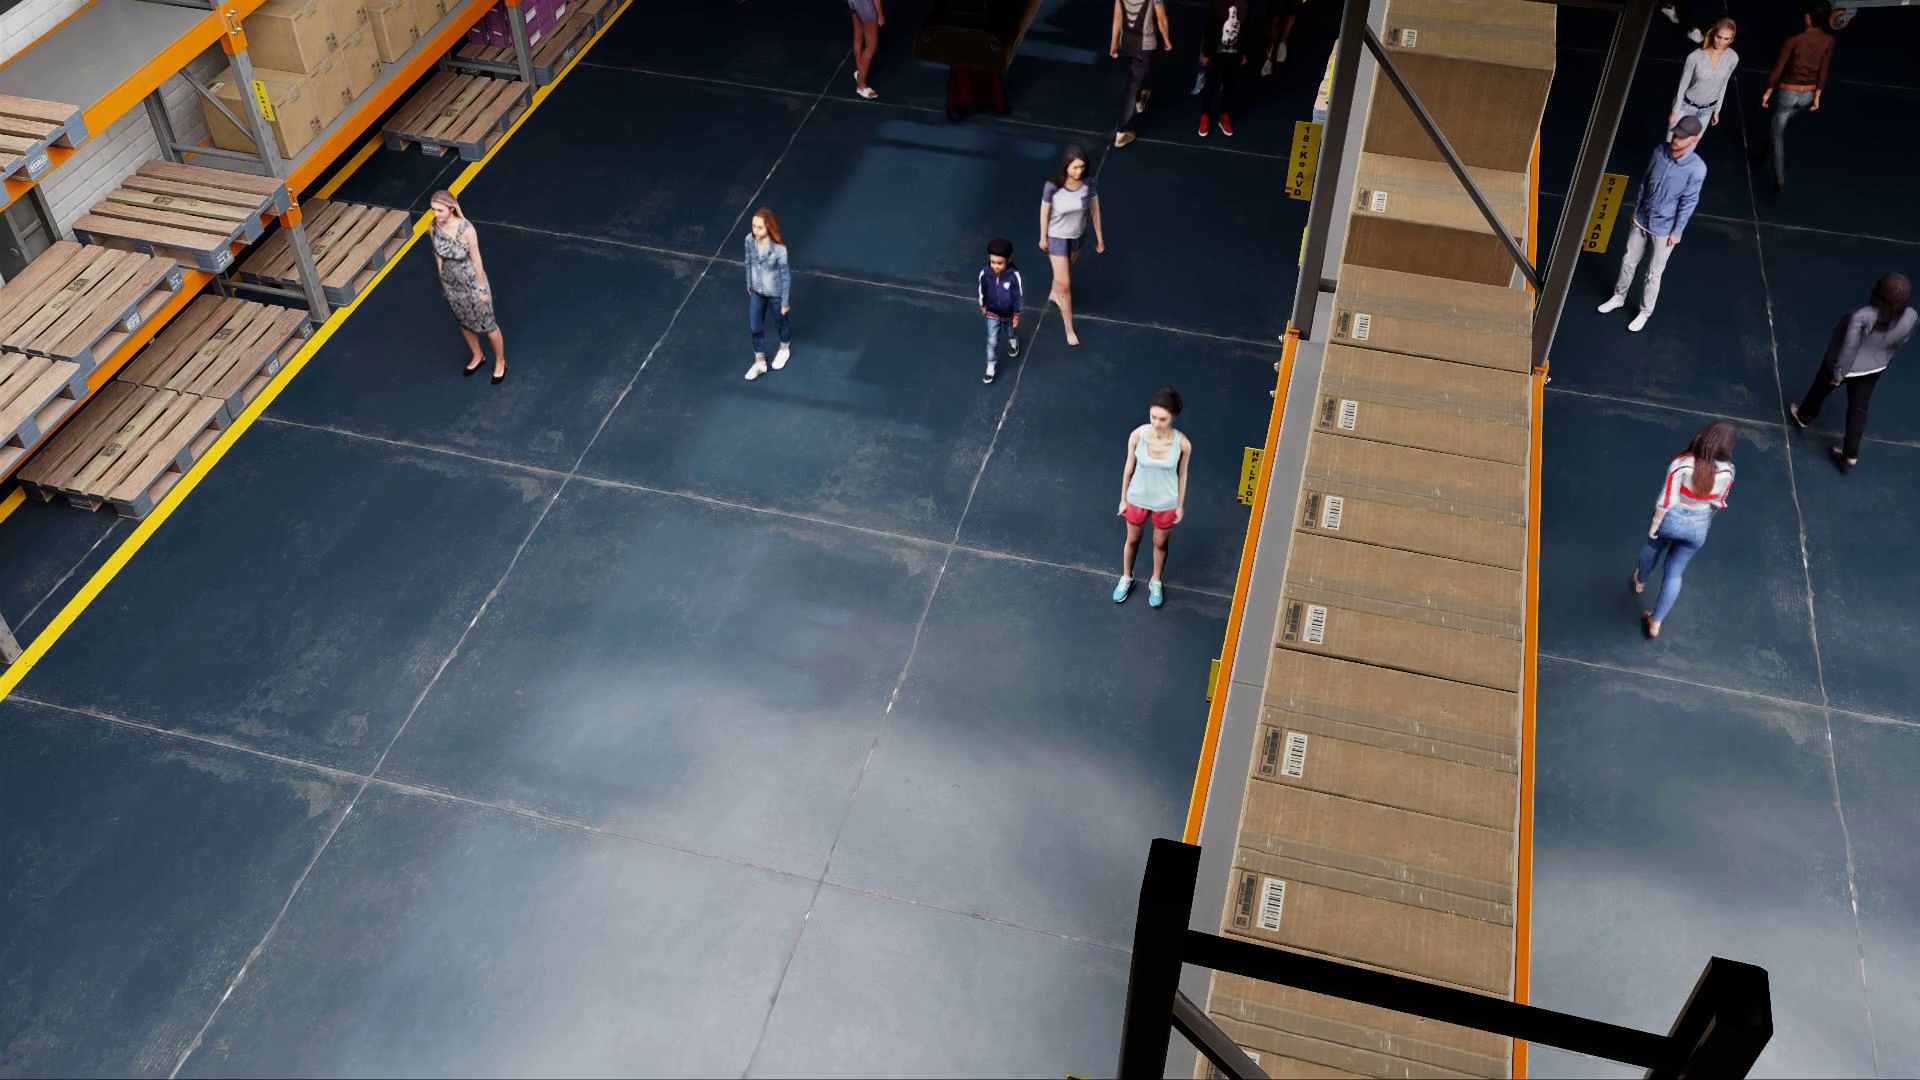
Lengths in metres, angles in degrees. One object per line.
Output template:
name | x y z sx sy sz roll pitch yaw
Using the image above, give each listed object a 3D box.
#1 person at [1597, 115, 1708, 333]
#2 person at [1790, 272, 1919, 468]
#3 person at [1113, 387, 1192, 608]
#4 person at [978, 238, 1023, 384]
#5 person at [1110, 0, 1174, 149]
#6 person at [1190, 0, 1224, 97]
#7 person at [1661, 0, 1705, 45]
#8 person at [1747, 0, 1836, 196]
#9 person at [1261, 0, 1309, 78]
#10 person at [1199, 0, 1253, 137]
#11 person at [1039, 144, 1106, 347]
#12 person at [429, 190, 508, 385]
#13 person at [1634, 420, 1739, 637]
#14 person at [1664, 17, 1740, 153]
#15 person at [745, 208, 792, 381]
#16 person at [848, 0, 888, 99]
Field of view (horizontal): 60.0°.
person | 5.639 -2.579 13.424 0.781 1.885 0.737 -25 49 -24
person | 6.651 -1.249 12.262 0.883 1.562 1.116 -3 44 -3
person | 1.286 -0.264 11.081 0.591 1.765 0.545 9 44 9
person | 0.353 -1.873 13.175 0.510 1.206 0.804 10 44 10
person | 1.626 -4.570 15.551 0.913 1.834 1.280 24 48 23
person | 2.653 -5.155 16.335 0.818 1.599 0.908 29 51 27
person | 7.702 -6.091 17.314 0.952 1.604 1.047 -19 47 -18
person | 7.516 -3.925 14.943 0.908 1.739 1.188 -2 44 -2
person | 3.323 -5.646 16.684 0.676 1.828 1.089 8 44 8
person | 2.507 -4.631 15.731 0.656 1.674 0.616 -2 44 -2
person | 0.833 -2.511 13.508 0.984 1.671 1.094 -20 47 -20
person | -3.825 -1.989 12.939 0.552 1.700 0.495 12 45 13
person | 4.762 -0.046 10.990 0.598 1.574 0.861 6 44 6
person | 6.518 -3.810 14.782 0.624 1.794 0.566 3 44 3
person | -1.461 -2.000 13.120 0.655 1.466 0.765 18 46 18
person | -0.980 -5.269 16.371 0.855 1.715 0.786 -33 53 -30
